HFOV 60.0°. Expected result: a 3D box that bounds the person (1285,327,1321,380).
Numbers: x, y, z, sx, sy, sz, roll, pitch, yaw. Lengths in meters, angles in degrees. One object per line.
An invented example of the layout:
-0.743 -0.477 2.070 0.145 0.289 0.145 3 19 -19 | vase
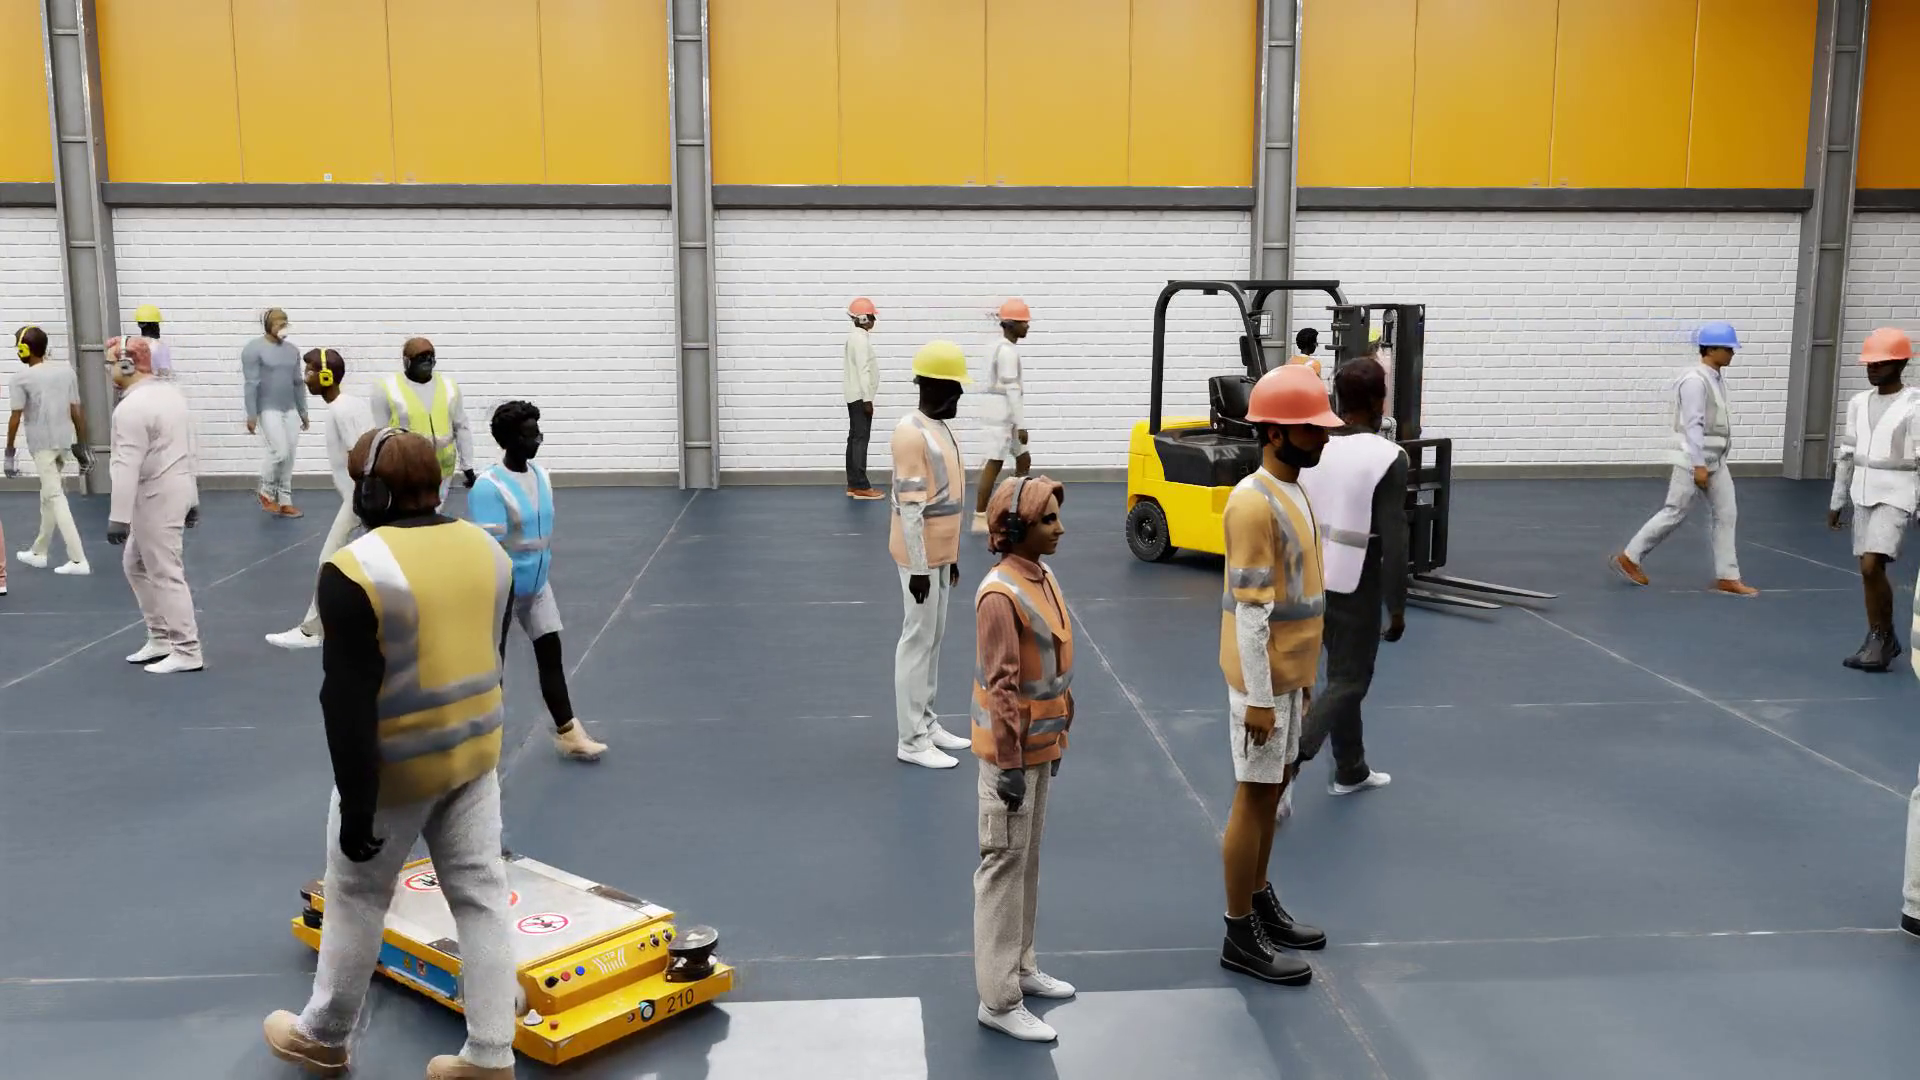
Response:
3.464 -1.303 16.845 0.322 1.691 0.532 -4 10 -25 | person

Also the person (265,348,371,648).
-3.607 -0.255 9.976 1.059 1.794 0.541 -2 9 -14 | person

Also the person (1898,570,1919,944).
3.351 0.438 5.462 0.404 1.829 0.600 9 12 43 | person

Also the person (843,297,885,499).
-0.970 -1.406 16.519 0.377 1.997 0.613 -2 9 -15 | person

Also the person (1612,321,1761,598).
5.086 -0.572 11.581 0.609 1.914 0.932 -8 12 -42 | person

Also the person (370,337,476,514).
-3.645 -0.487 11.402 0.632 1.781 0.994 -8 12 -41 | person

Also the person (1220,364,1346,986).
1.014 0.415 5.274 0.359 1.938 0.547 4 10 23 | person

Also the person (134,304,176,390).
-7.901 -1.337 16.303 0.588 1.930 0.359 3 10 20 | person

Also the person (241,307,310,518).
-6.169 -1.143 15.081 0.438 1.925 0.647 4 10 22 | person

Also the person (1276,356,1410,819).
1.538 0.194 6.839 0.840 1.895 0.599 -6 11 -34 | person

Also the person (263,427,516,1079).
-1.555 0.599 4.507 0.877 1.809 0.658 5 10 30 | person

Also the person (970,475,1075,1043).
0.181 0.624 4.895 0.308 1.641 0.514 2 9 14 | person

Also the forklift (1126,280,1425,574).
2.301 -0.860 12.475 1.214 2.155 2.313 -6 11 -35 | forklift

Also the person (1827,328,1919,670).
5.100 -0.213 9.263 0.452 1.921 0.579 -3 9 -17 | person

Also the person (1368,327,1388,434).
3.758 -1.114 15.517 0.650 1.738 0.525 0 9 0 | person

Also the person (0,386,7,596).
-6.758 -0.519 11.239 0.408 1.906 0.654 0 9 3 | person

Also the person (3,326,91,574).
-6.853 -0.660 12.356 0.902 1.828 0.549 3 10 19 | person

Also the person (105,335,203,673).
-4.528 -0.186 9.215 0.612 1.880 0.681 -1 9 -9 | person

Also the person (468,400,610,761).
-2.041 0.192 7.549 0.857 1.655 0.542 4 10 24 | person

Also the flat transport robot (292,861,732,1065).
-1.447 1.249 5.256 1.431 0.197 0.652 8 12 40 | flat transport robot

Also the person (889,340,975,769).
-0.122 0.057 7.560 0.377 1.925 0.585 2 9 12 | person

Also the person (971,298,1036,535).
0.497 -1.032 14.135 0.893 2.005 0.636 0 9 -2 | person
